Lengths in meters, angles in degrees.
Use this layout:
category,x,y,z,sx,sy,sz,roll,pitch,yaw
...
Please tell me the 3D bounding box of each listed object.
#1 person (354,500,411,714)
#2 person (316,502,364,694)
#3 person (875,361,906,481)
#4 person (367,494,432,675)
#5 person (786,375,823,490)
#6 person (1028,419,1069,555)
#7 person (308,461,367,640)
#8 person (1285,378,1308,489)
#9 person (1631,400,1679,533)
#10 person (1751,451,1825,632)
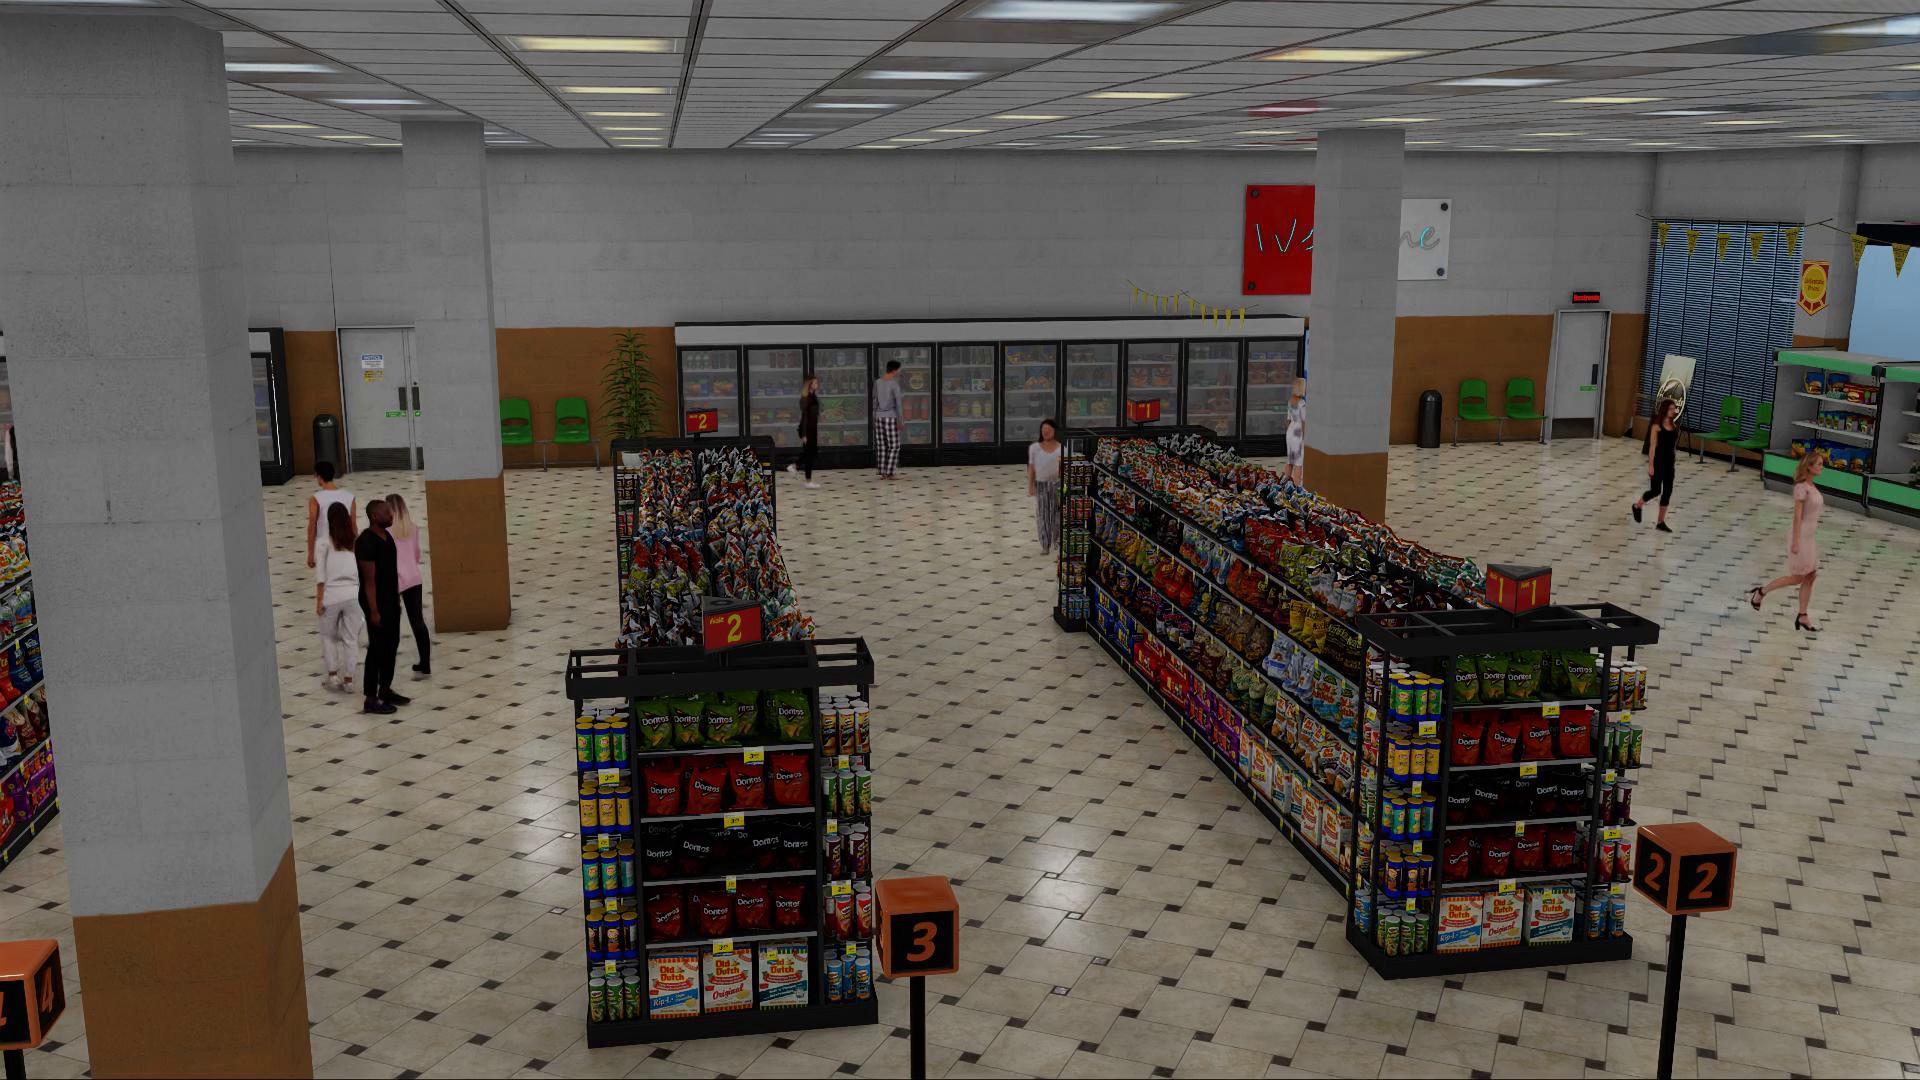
category,x,y,z,sx,sy,sz,roll,pitch,yaw
person,-4.943,0.552,14.144,0.781,1.811,0.598,2,12,7
person,-5.406,0.529,14.609,0.738,1.666,0.757,-10,16,-41
person,-1.105,-1.835,25.433,0.767,1.831,0.825,5,13,21
person,-5.026,0.436,15.108,1.146,1.642,1.002,10,16,41
person,-2.331,-1.593,24.639,0.875,1.685,0.877,3,12,16
person,1.108,-0.657,20.237,0.791,1.668,0.817,2,12,9
person,-6.063,0.139,16.248,1.165,1.753,1.060,9,15,37
person,4.828,-1.456,23.832,0.676,1.750,0.526,-5,13,-24
person,9.067,-0.972,21.621,0.646,1.712,0.888,-4,13,-19
person,8.366,0.014,16.691,0.867,1.814,1.022,-10,16,-40
